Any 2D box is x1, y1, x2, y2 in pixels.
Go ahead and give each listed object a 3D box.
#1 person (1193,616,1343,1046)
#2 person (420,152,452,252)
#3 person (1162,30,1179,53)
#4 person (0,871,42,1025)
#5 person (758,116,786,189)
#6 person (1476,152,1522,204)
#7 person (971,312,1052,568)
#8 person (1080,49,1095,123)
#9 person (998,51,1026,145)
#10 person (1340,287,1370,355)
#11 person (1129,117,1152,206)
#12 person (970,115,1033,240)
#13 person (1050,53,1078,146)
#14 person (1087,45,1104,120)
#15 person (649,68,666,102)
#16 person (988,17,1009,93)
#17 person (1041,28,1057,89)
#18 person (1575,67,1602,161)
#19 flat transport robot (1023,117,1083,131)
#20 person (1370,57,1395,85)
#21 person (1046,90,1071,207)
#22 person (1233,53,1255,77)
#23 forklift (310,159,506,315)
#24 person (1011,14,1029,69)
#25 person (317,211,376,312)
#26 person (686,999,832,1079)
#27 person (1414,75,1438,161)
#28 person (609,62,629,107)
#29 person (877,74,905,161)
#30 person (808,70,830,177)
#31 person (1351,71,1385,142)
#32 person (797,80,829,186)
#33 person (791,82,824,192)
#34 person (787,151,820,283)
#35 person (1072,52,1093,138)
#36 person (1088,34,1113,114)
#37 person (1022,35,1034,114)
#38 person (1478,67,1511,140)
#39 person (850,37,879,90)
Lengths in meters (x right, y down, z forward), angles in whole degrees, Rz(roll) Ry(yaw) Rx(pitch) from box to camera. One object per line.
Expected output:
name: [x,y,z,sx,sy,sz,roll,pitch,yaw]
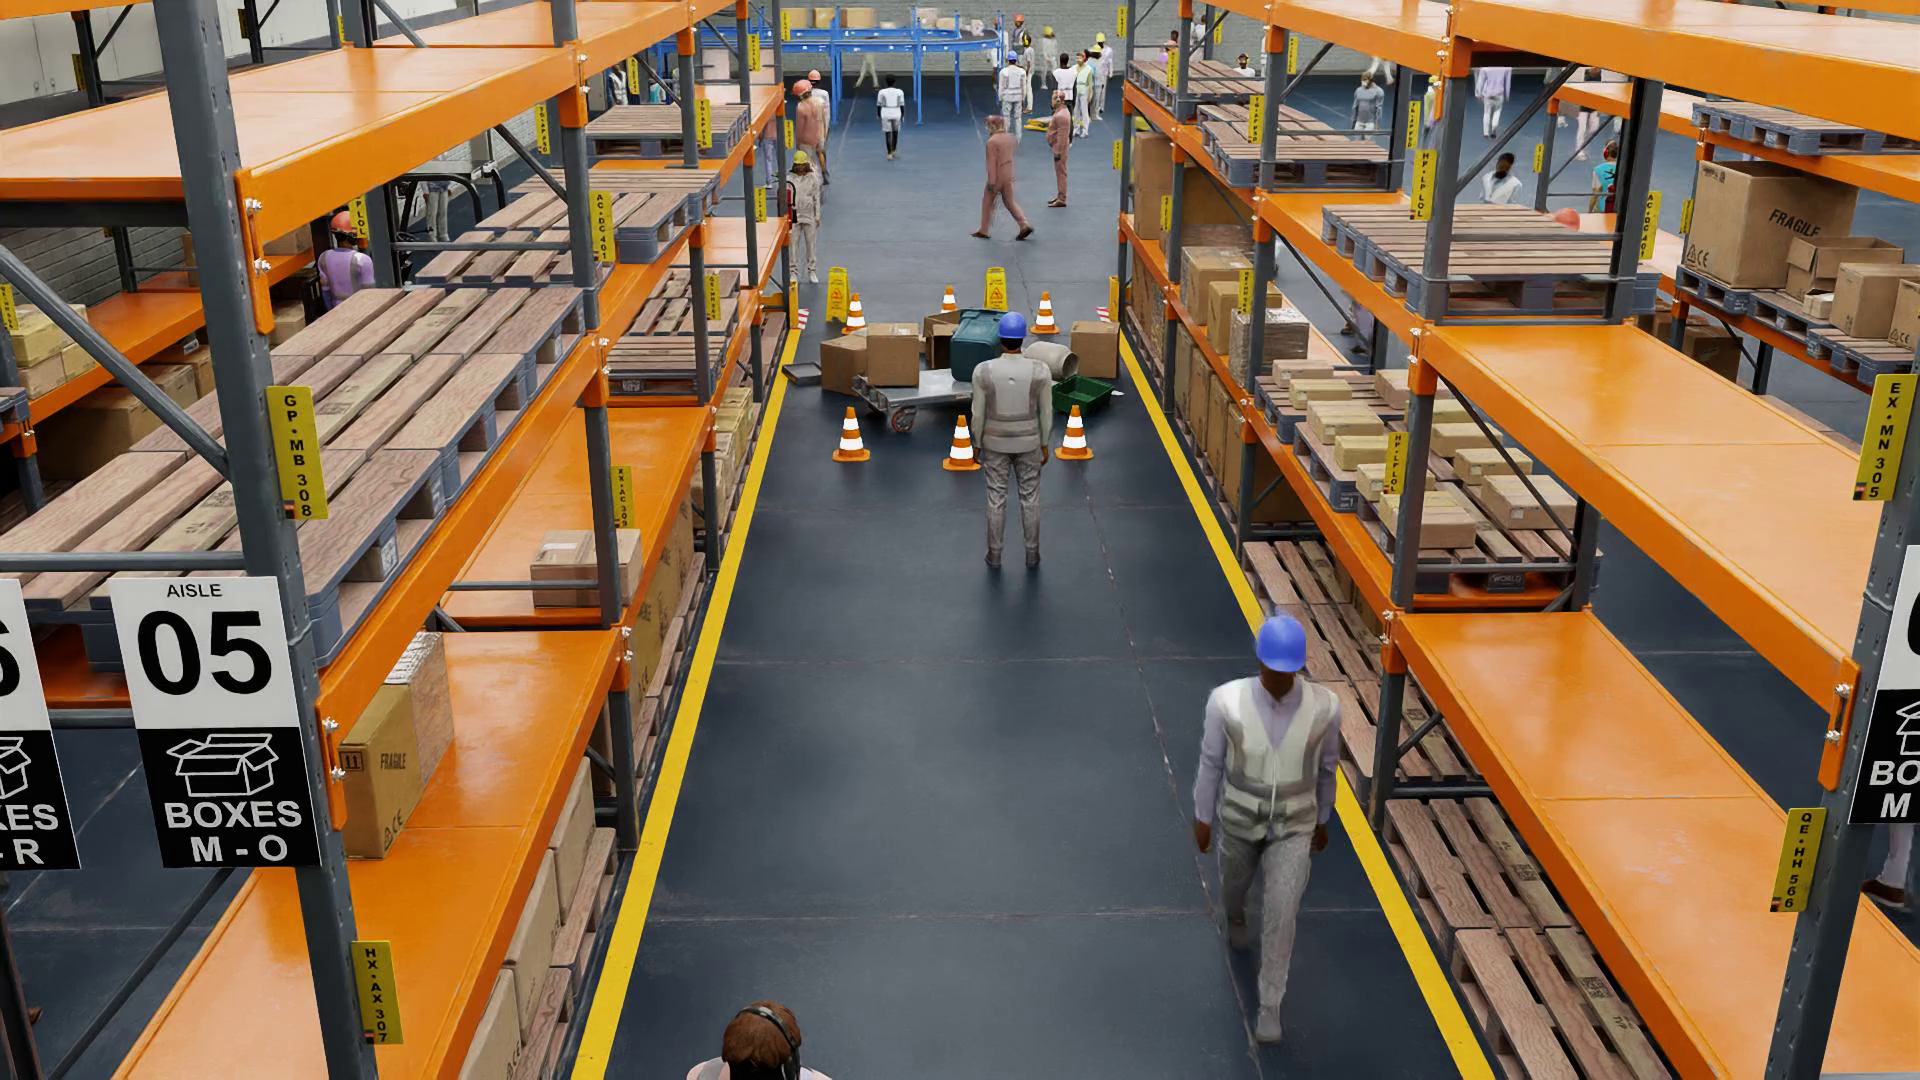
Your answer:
person: [1.352,1.178,7.419,0.620,1.919,0.904,2,21,6]
person: [-7.622,-5.136,24.233,0.404,1.823,0.592,8,22,21]
person: [5.333,-11.780,41.665,0.590,1.917,0.395,0,21,0]
person: [-4.351,1.434,7.130,0.502,1.632,0.277,-1,21,-3]
person: [-3.347,-7.150,29.634,0.524,1.770,0.315,-7,22,-17]
person: [6.835,-4.008,21.189,0.413,1.881,0.656,-10,23,-24]
person: [0.381,-0.735,12.424,0.606,1.947,0.406,-1,21,-2]
person: [2.868,-10.622,38.943,0.577,1.669,0.516,11,23,26]
person: [1.101,-9.325,35.153,0.601,1.939,0.410,-6,22,-16]
person: [4.473,-2.878,18.541,0.531,1.610,0.433,-10,23,-25]
person: [2.692,-5.367,24.746,0.592,1.892,0.485,-4,21,-11]
person: [0.641,-5.441,25.012,0.957,1.849,0.715,14,25,32]
person: [2.184,-9.226,34.909,0.597,1.917,0.379,-10,23,-25]
person: [3.211,-10.843,39.433,0.487,1.741,0.313,-10,23,-25]
person: [-5.973,-8.269,32.488,0.506,1.842,0.342,8,22,20]
person: [1.030,-13.322,45.636,0.604,2.006,0.910,-6,21,-15]
person: [2.483,-13.340,46.122,0.483,1.676,0.909,-8,22,-20]
person: [12.491,-8.561,33.070,0.630,1.981,0.495,-2,21,-4]
flat transport robot: [2.140,-9.546,38.047,0.652,0.197,1.431,17,27,38]
person: [12.023,-13.852,47.315,1.011,1.786,0.642,-15,25,-34]
person: [1.642,-6.543,27.835,0.399,1.910,0.643,2,21,6]
person: [6.013,-9.430,35.519,0.532,1.869,0.311,7,22,18]
forklift: [-5.622,-2.910,17.832,2.313,2.155,1.214,-1,21,-1]
person: [1.613,-13.416,45.807,0.368,2.048,0.608,-18,27,-39]
person: [-5.792,-2.131,15.982,0.615,2.042,0.372,7,22,18]
person: [-0.559,2.162,4.917,0.621,1.845,0.429,6,21,15]
person: [9.305,-8.226,32.529,0.529,1.730,0.859,-6,22,-16]
person: [-7.540,-9.825,36.954,0.854,1.577,0.561,17,27,38]
person: [-1.394,-8.445,33.202,0.547,1.656,0.821,-4,21,-11]
person: [-2.689,-7.740,30.959,0.551,1.933,0.372,-1,21,-2]
person: [7.591,-7.785,31.098,0.389,1.927,0.640,-18,27,-39]
person: [-2.617,-7.241,29.680,0.603,1.906,0.476,-15,25,-34]
person: [-2.649,-6.830,28.504,0.454,1.969,0.633,9,22,22]
person: [-2.092,-4.282,22.087,0.486,1.744,0.294,-3,21,-8]
person: [2.660,-9.725,36.350,0.389,1.837,0.561,-19,28,-41]
person: [3.423,-11.442,40.832,0.616,1.870,1.000,4,21,10]
person: [1.645,-11.407,40.751,0.328,1.865,0.517,3,21,9]
person: [11.592,-9.674,36.095,0.692,1.913,0.492,6,21,15]
person: [-2.635,-13.312,46.150,0.846,1.589,0.526,5,21,13]
